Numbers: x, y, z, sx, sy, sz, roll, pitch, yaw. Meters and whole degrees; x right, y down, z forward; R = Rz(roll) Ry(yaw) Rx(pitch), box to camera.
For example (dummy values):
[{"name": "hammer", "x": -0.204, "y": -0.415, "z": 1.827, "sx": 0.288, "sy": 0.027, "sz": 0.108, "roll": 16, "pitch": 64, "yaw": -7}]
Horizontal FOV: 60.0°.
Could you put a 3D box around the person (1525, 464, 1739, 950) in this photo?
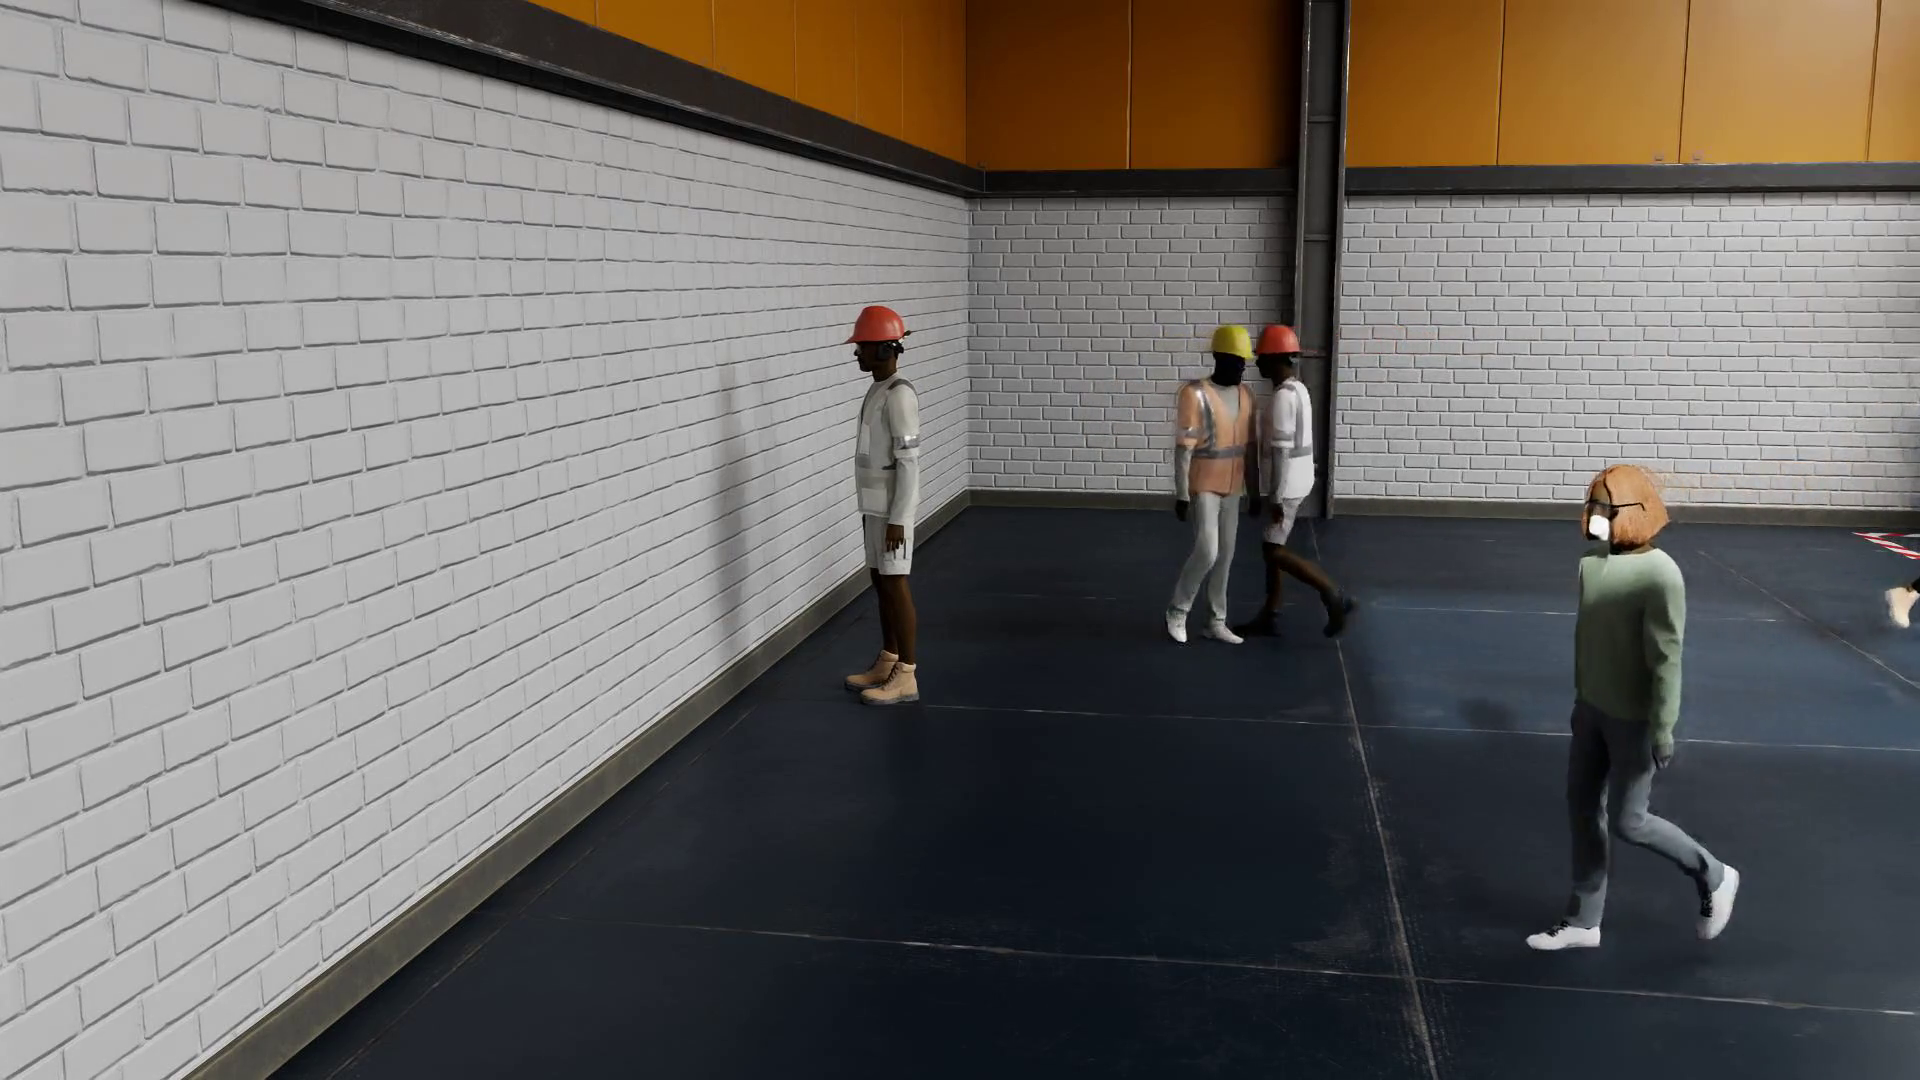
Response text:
[{"name": "person", "x": 2.190, "y": 0.554, "z": 5.351, "sx": 0.583, "sy": 1.615, "sz": 0.507, "roll": -2, "pitch": 9, "yaw": -10}]

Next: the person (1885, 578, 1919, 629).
[{"name": "person", "x": 5.946, "y": -0.205, "z": 9.845, "sx": 0.625, "sy": 1.682, "sz": 0.542, "roll": 8, "pitch": 12, "yaw": 41}]

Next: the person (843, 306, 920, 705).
[{"name": "person", "x": -0.406, "y": -0.177, "z": 8.575, "sx": 0.373, "sy": 2.042, "sz": 0.614, "roll": -3, "pitch": 10, "yaw": -17}]

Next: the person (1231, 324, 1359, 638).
[{"name": "person", "x": 1.998, "y": -0.323, "z": 9.908, "sx": 0.696, "sy": 1.919, "sz": 0.547, "roll": 4, "pitch": 10, "yaw": 21}]

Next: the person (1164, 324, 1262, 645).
[{"name": "person", "x": 1.537, "y": -0.316, "z": 9.847, "sx": 0.617, "sy": 1.911, "sz": 0.426, "roll": -7, "pitch": 12, "yaw": -38}]
